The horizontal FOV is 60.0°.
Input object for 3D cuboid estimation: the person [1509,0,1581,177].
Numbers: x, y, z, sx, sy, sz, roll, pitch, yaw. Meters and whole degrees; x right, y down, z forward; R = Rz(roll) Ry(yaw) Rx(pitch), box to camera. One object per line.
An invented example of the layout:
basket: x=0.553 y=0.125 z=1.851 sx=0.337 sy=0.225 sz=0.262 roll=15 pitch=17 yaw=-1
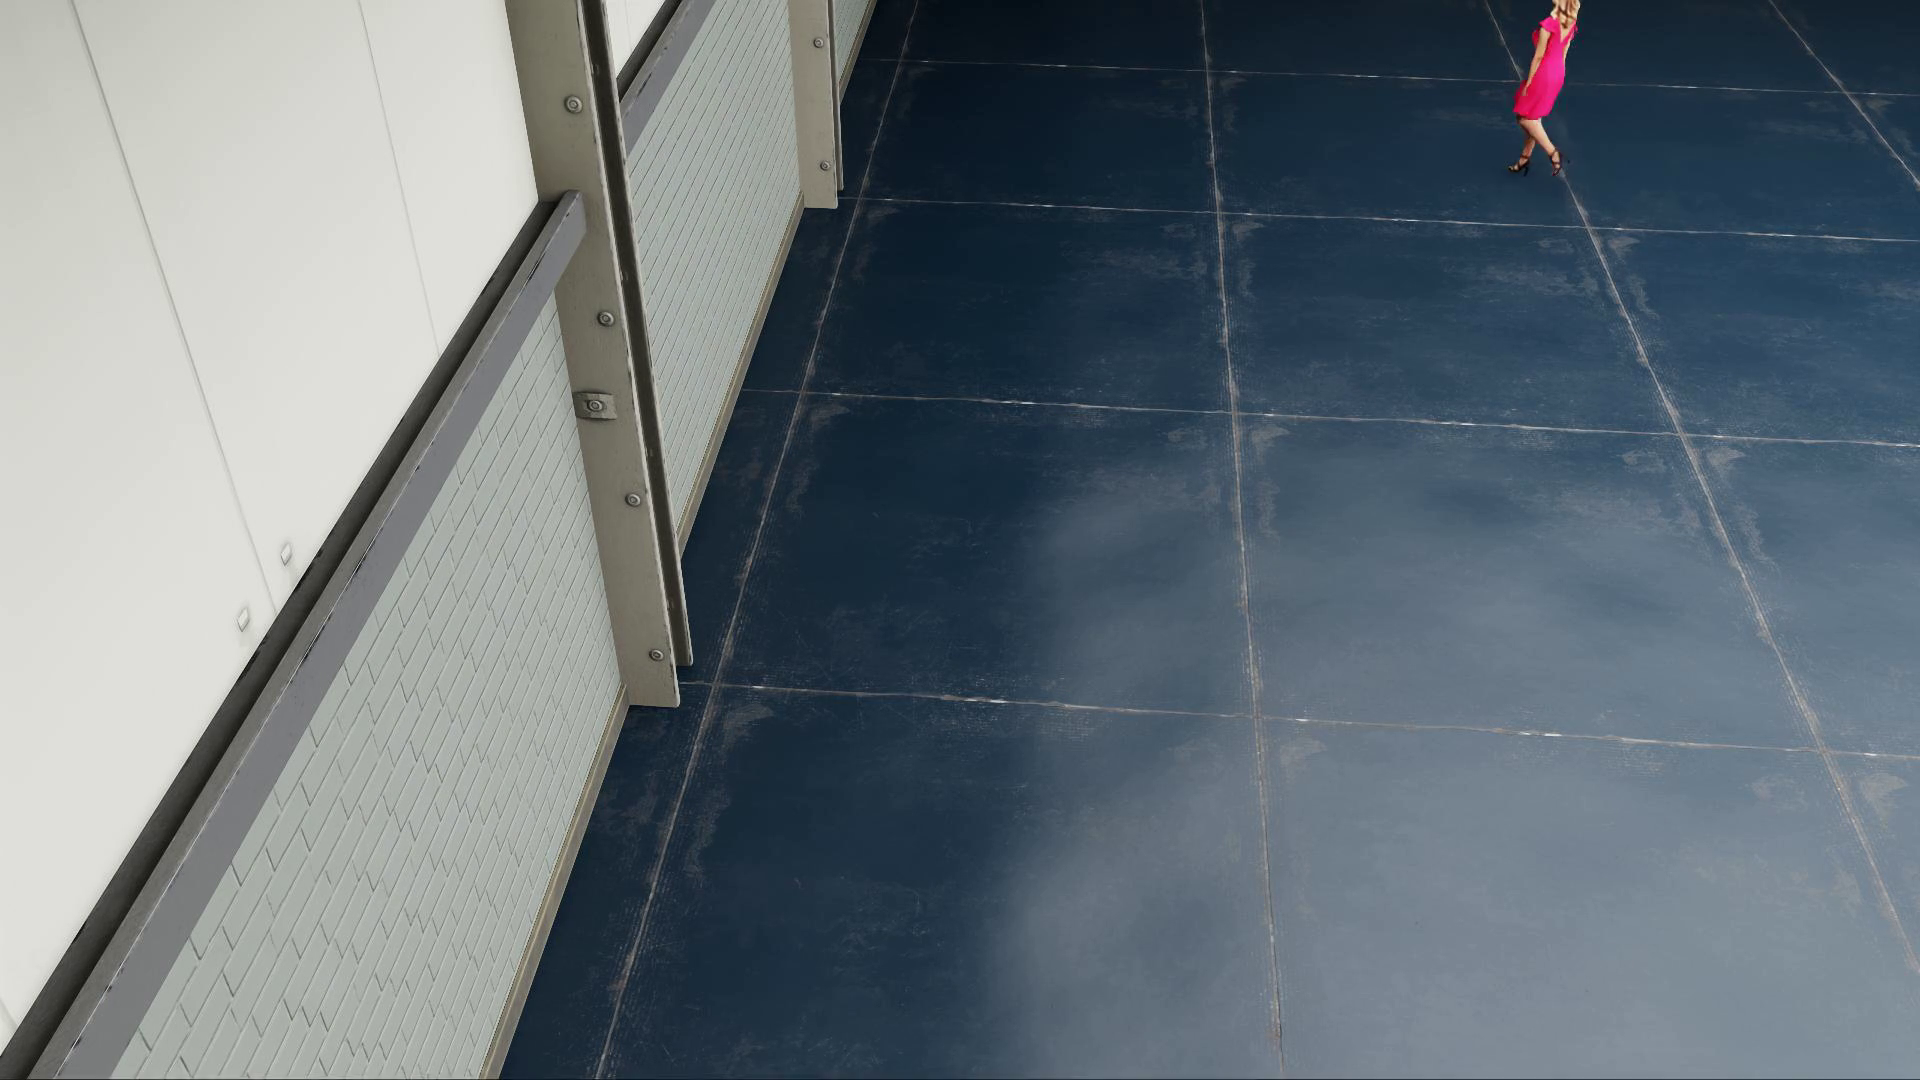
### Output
person: x=4.885 y=-3.762 z=13.734 sx=0.887 sy=1.711 sz=0.949 roll=-27 pitch=45 yaw=-30
